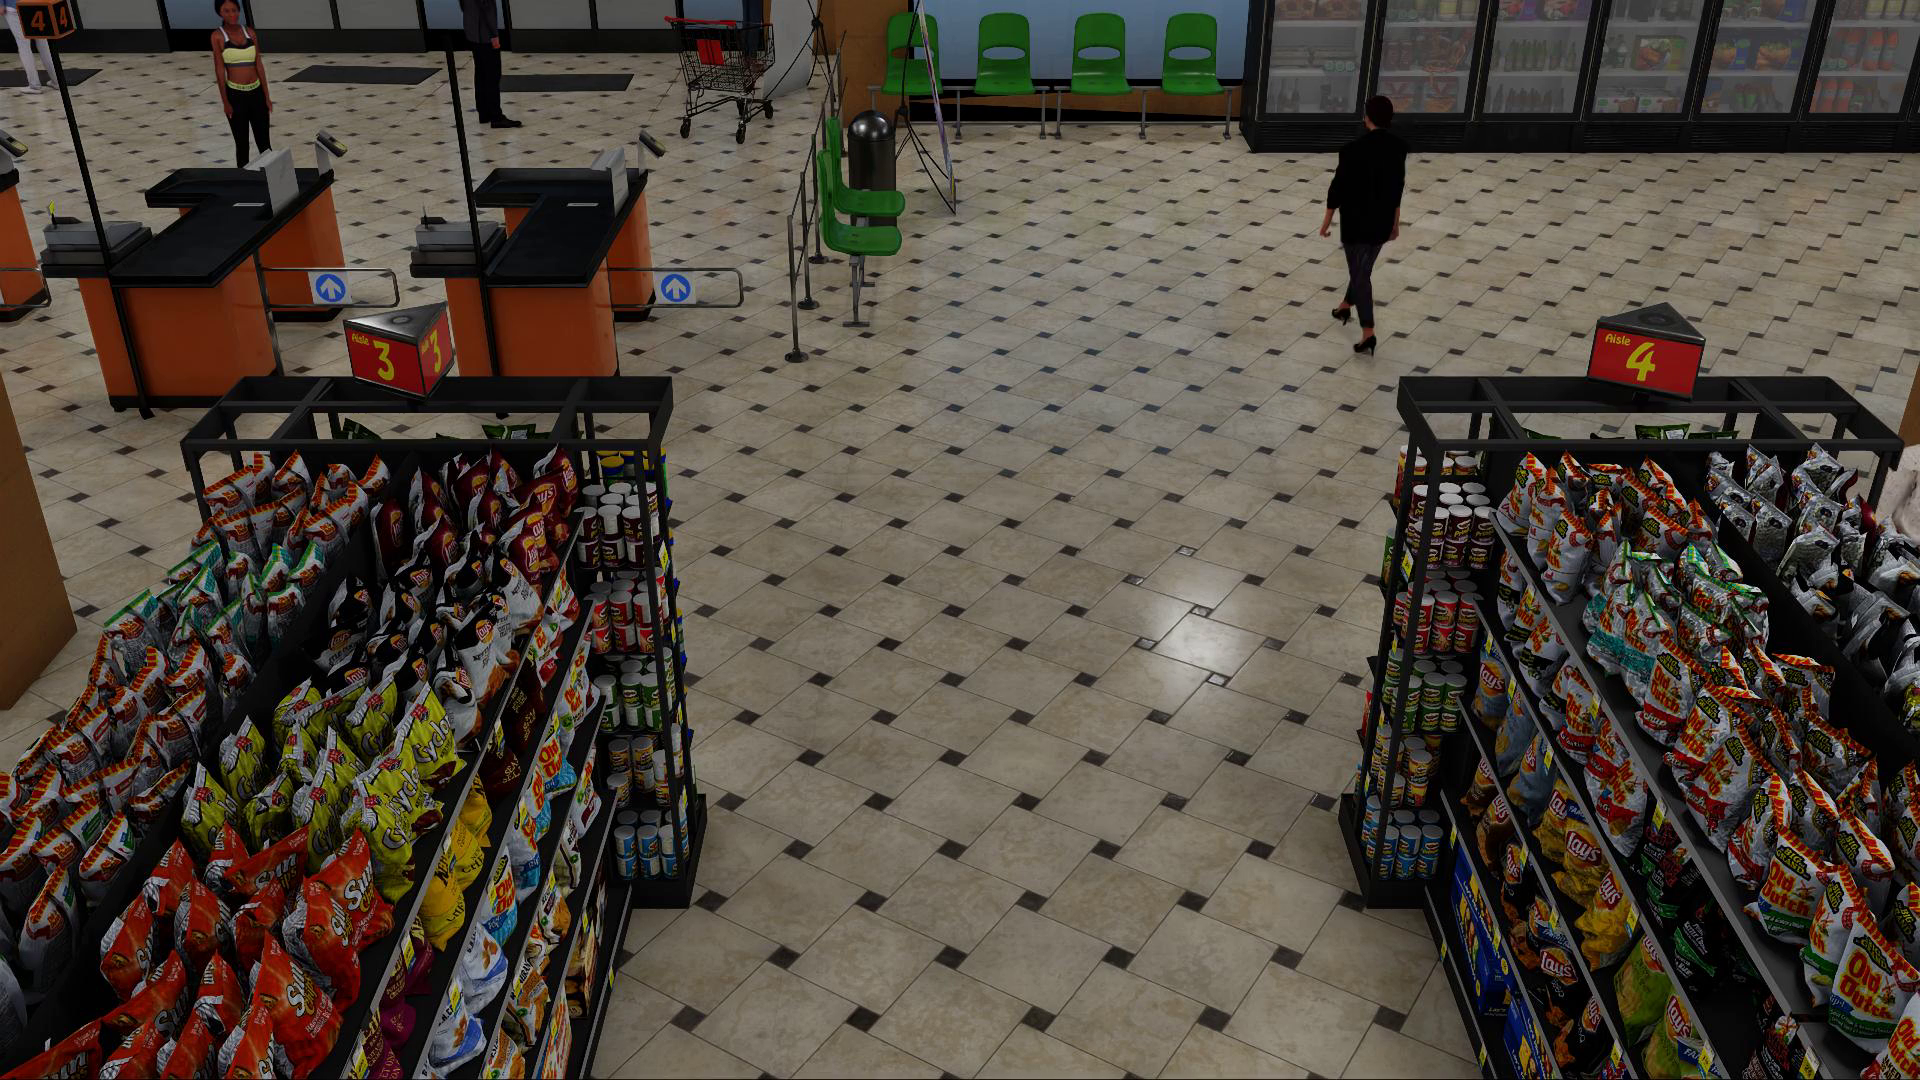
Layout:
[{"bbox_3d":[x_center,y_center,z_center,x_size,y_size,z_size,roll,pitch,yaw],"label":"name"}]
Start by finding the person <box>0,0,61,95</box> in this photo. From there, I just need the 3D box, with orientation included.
[{"bbox_3d":[-9.847,-5.655,17.436,0.802,1.888,0.692,16,33,27],"label":"person"}]

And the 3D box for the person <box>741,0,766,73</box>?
[{"bbox_3d":[-2.314,-6.111,18.373,0.733,1.790,0.620,-15,32,-26],"label":"person"}]

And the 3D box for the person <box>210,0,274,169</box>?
[{"bbox_3d":[-6.015,-3.698,13.989,0.639,1.755,0.693,-24,37,-37],"label":"person"}]

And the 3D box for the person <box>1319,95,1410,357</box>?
[{"bbox_3d":[2.722,-2.043,11.046,0.828,1.672,1.105,-7,29,-13],"label":"person"}]

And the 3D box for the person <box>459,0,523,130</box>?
[{"bbox_3d":[-4.662,-4.987,16.261,0.872,1.841,0.780,-21,35,-33],"label":"person"}]
